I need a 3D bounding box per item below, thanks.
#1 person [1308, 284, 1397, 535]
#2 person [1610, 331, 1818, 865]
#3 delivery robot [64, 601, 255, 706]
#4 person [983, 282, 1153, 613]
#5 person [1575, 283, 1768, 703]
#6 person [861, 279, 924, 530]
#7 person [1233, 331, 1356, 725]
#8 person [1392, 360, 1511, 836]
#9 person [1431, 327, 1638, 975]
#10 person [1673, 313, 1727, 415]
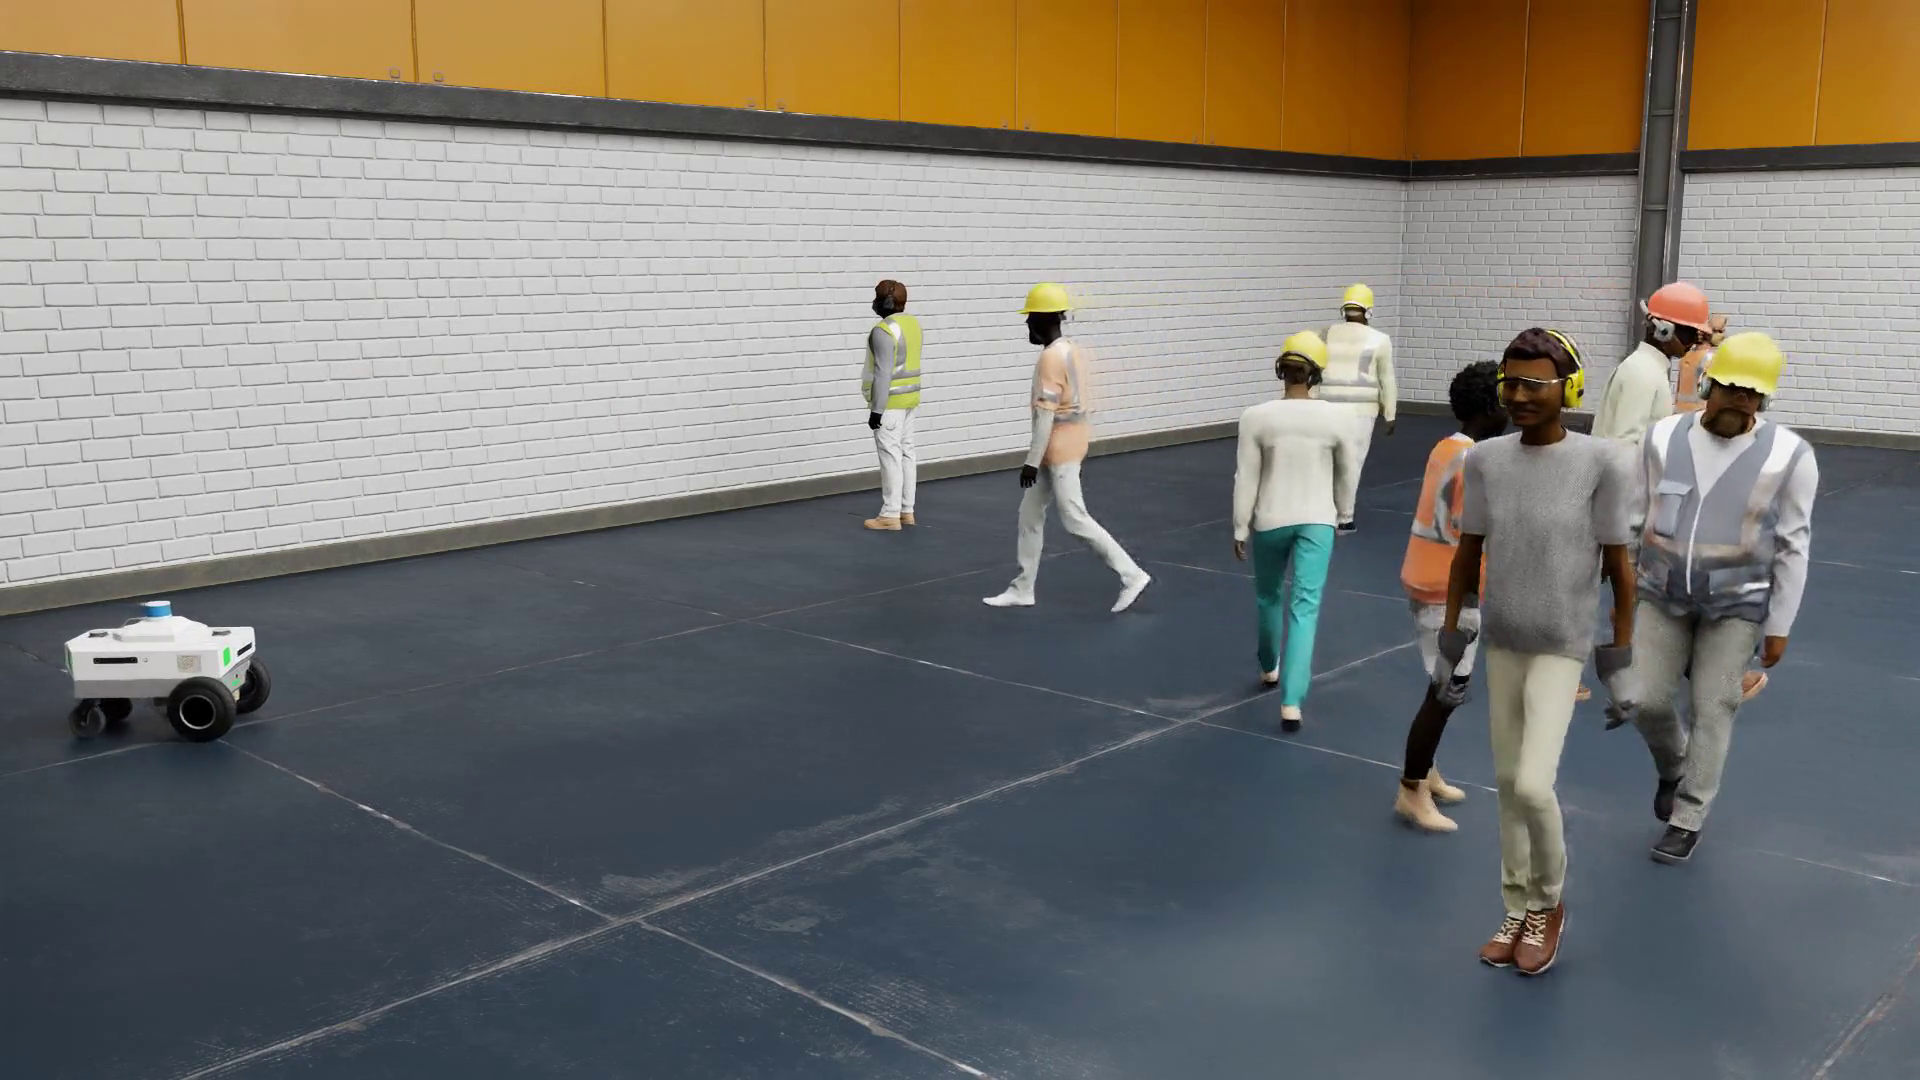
[{"bbox_3d":[2.913,-0.959,12.182,0.627,1.808,0.691,7,12,35],"label":"person"},{"bbox_3d":[2.525,0.196,5.620,0.611,1.809,0.480,8,13,40],"label":"person"},{"bbox_3d":[-3.439,0.505,7.164,0.707,0.478,0.477,0,10,-3],"label":"delivery robot"},{"bbox_3d":[0.631,-0.518,9.473,0.926,1.892,0.588,1,10,4],"label":"person"},{"bbox_3d":[3.080,-0.181,7.465,1.062,1.910,0.659,3,10,17],"label":"person"},{"bbox_3d":[-0.513,-1.000,12.336,0.429,1.846,0.630,4,11,22],"label":"person"},{"bbox_3d":[1.489,-0.071,7.447,0.519,1.704,0.984,2,10,12],"label":"person"},{"bbox_3d":[1.771,0.197,6.000,0.393,1.685,0.547,0,10,3],"label":"person"},{"bbox_3d":[1.611,0.329,4.726,0.451,1.853,0.563,-9,13,-42],"label":"person"},{"bbox_3d":[5.053,-0.731,11.396,0.315,1.636,0.514,-1,10,-4],"label":"person"}]
